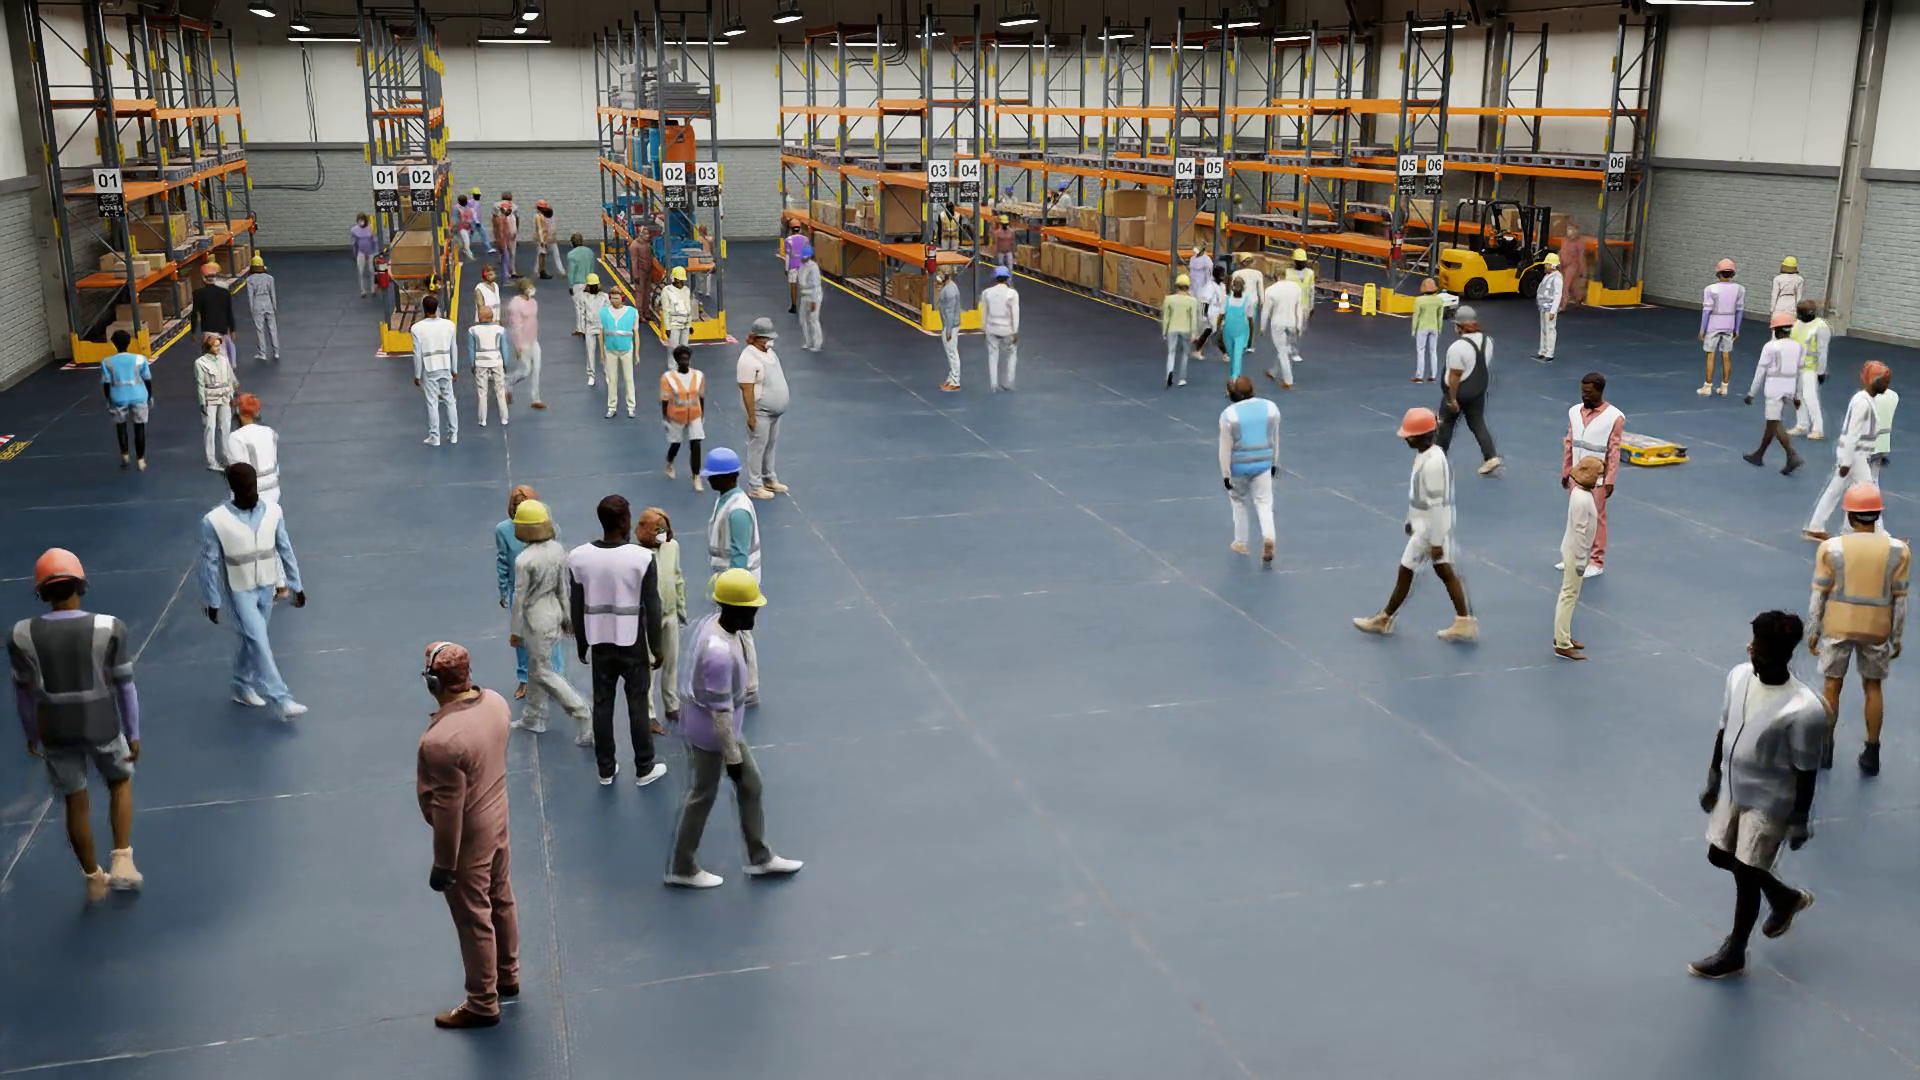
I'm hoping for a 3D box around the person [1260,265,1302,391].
[{"bbox_3d":[4.874,-3.282,25.582,0.639,1.883,1.023,-7,16,-23],"label":"person"}]

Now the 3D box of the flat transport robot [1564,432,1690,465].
[{"bbox_3d":[8.319,-1.179,20.765,0.652,0.197,1.431,-6,16,-22],"label":"flat transport robot"}]

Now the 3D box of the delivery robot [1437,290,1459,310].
[{"bbox_3d":[9.842,-4.840,33.819,0.707,0.478,0.477,-13,20,-41],"label":"delivery robot"}]

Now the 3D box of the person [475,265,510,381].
[{"bbox_3d":[-7.408,-3.411,26.183,0.406,1.831,0.574,3,15,13],"label":"person"}]

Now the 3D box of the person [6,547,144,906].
[{"bbox_3d":[-4.816,1.030,9.122,0.602,2.014,0.433,-5,16,-19],"label":"person"}]

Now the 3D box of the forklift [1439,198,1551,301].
[{"bbox_3d":[11.913,-6.508,37.130,2.313,2.155,1.214,-4,15,-15],"label":"forklift"}]

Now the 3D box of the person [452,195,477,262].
[{"bbox_3d":[-13.605,-8.515,45.413,0.816,1.817,0.640,5,16,20],"label":"person"}]

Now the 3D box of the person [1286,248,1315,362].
[{"bbox_3d":[5.717,-4.009,28.279,0.596,1.904,0.681,-4,15,-15],"label":"person"}]

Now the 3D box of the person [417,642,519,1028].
[{"bbox_3d":[-2.370,1.398,7.942,0.402,1.904,0.639,3,15,10],"label":"person"}]

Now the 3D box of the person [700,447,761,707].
[{"bbox_3d":[-1.658,0.270,12.128,0.418,1.937,0.618,-4,15,-16],"label":"person"}]

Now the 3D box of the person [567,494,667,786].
[{"bbox_3d":[-2.204,0.657,10.705,0.590,1.916,0.391,2,15,8],"label":"person"}]

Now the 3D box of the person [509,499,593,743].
[{"bbox_3d":[-2.844,0.561,11.463,0.771,1.718,0.488,5,16,18],"label":"person"}]

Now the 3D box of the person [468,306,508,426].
[{"bbox_3d":[-6.404,-2.361,22.613,0.513,1.630,0.318,-5,16,-17],"label":"person"}]

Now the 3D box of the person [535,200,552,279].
[{"bbox_3d":[-10.283,-7.414,41.037,0.367,1.936,0.542,-2,15,-9],"label":"person"}]

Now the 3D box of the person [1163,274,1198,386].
[{"bbox_3d":[3.374,-3.211,25.576,0.532,1.744,0.620,4,15,15],"label":"person"}]

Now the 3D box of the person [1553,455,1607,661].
[{"bbox_3d":[4.927,0.127,13.241,0.280,1.633,0.498,5,16,19],"label":"person"}]

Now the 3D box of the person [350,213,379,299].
[{"bbox_3d":[-13.176,-6.302,36.927,0.633,1.901,0.758,-2,15,-8],"label":"person"}]

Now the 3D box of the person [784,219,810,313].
[{"bbox_3d":[-3.385,-5.678,34.514,0.543,1.932,0.365,-6,16,-22],"label":"person"}]

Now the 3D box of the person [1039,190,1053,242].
[{"bbox_3d":[2.628,-9.612,49.714,0.565,1.722,0.735,3,15,12],"label":"person"}]

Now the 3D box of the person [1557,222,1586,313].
[{"bbox_3d":[12.704,-5.653,34.510,0.780,1.883,0.636,-4,15,-16],"label":"person"}]

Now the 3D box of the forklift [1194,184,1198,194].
[{"bbox_3d":[7.392,-11.333,53.972,1.873,2.768,1.129,-4,15,-15],"label":"forklift"}]

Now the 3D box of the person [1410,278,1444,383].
[{"bbox_3d":[7.324,-3.278,26.064,0.502,1.627,0.289,-3,15,-12],"label":"person"}]

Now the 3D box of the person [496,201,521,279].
[{"bbox_3d":[-11.161,-7.430,41.175,0.398,1.899,0.648,6,16,22],"label":"person"}]

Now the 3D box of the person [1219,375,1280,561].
[{"bbox_3d":[2.788,-0.682,15.970,0.655,1.801,0.772,-2,15,-9],"label":"person"}]

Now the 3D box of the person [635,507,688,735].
[{"bbox_3d":[-2.119,0.555,11.651,0.285,1.624,0.509,10,18,34],"label":"person"}]

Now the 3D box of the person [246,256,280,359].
[{"bbox_3d":[-11.947,-3.973,28.458,0.295,1.743,0.493,13,20,41],"label":"person"}]

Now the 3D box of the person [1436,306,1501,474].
[{"bbox_3d":[6.017,-1.791,19.678,0.682,2.000,0.956,-9,17,-30],"label":"person"}]

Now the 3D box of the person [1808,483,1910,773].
[{"bbox_3d":[5.911,0.577,10.998,0.559,1.920,0.411,6,16,21],"label":"person"}]

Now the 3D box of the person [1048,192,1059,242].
[{"bbox_3d":[2.580,-8.582,45.591,0.328,1.861,0.501,10,18,33],"label":"person"}]

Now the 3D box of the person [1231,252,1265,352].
[{"bbox_3d":[5.069,-4.185,29.272,0.623,1.719,0.631,1,15,6],"label":"person"}]

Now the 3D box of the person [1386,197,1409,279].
[{"bbox_3d":[10.776,-7.413,40.918,0.627,1.996,0.998,-2,15,-8],"label":"person"}]

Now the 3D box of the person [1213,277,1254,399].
[{"bbox_3d":[4.111,-3.041,24.871,0.530,1.798,0.984,8,17,27],"label":"person"}]

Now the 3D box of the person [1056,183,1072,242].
[{"bbox_3d":[3.034,-9.625,49.386,0.682,1.917,0.567,9,17,30],"label":"person"}]

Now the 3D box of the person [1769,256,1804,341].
[{"bbox_3d":[14.095,-3.965,28.425,0.487,1.745,0.294,2,15,7],"label":"person"}]

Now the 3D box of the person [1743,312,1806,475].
[{"bbox_3d":[9.799,-1.748,19.824,0.601,1.898,0.911,-4,15,-15],"label":"person"}]

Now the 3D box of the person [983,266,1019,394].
[{"bbox_3d":[0.633,-3.176,25.134,0.612,1.909,0.640,6,16,20],"label":"person"}]

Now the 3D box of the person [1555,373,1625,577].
[{"bbox_3d":[5.883,-0.620,15.534,0.407,1.908,0.597,-8,17,-29],"label":"person"}]

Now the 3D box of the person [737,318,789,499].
[{"bbox_3d":[-2.169,-1.482,18.513,0.535,2.000,0.685,5,16,17],"label":"person"}]

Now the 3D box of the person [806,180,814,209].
[{"bbox_3d":[-4.623,-10.259,51.768,0.376,1.932,0.544,7,16,24],"label":"person"}]

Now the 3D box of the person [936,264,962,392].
[{"bbox_3d":[-0.167,-3.232,25.326,0.378,1.931,0.625,-1,15,-6],"label":"person"}]
